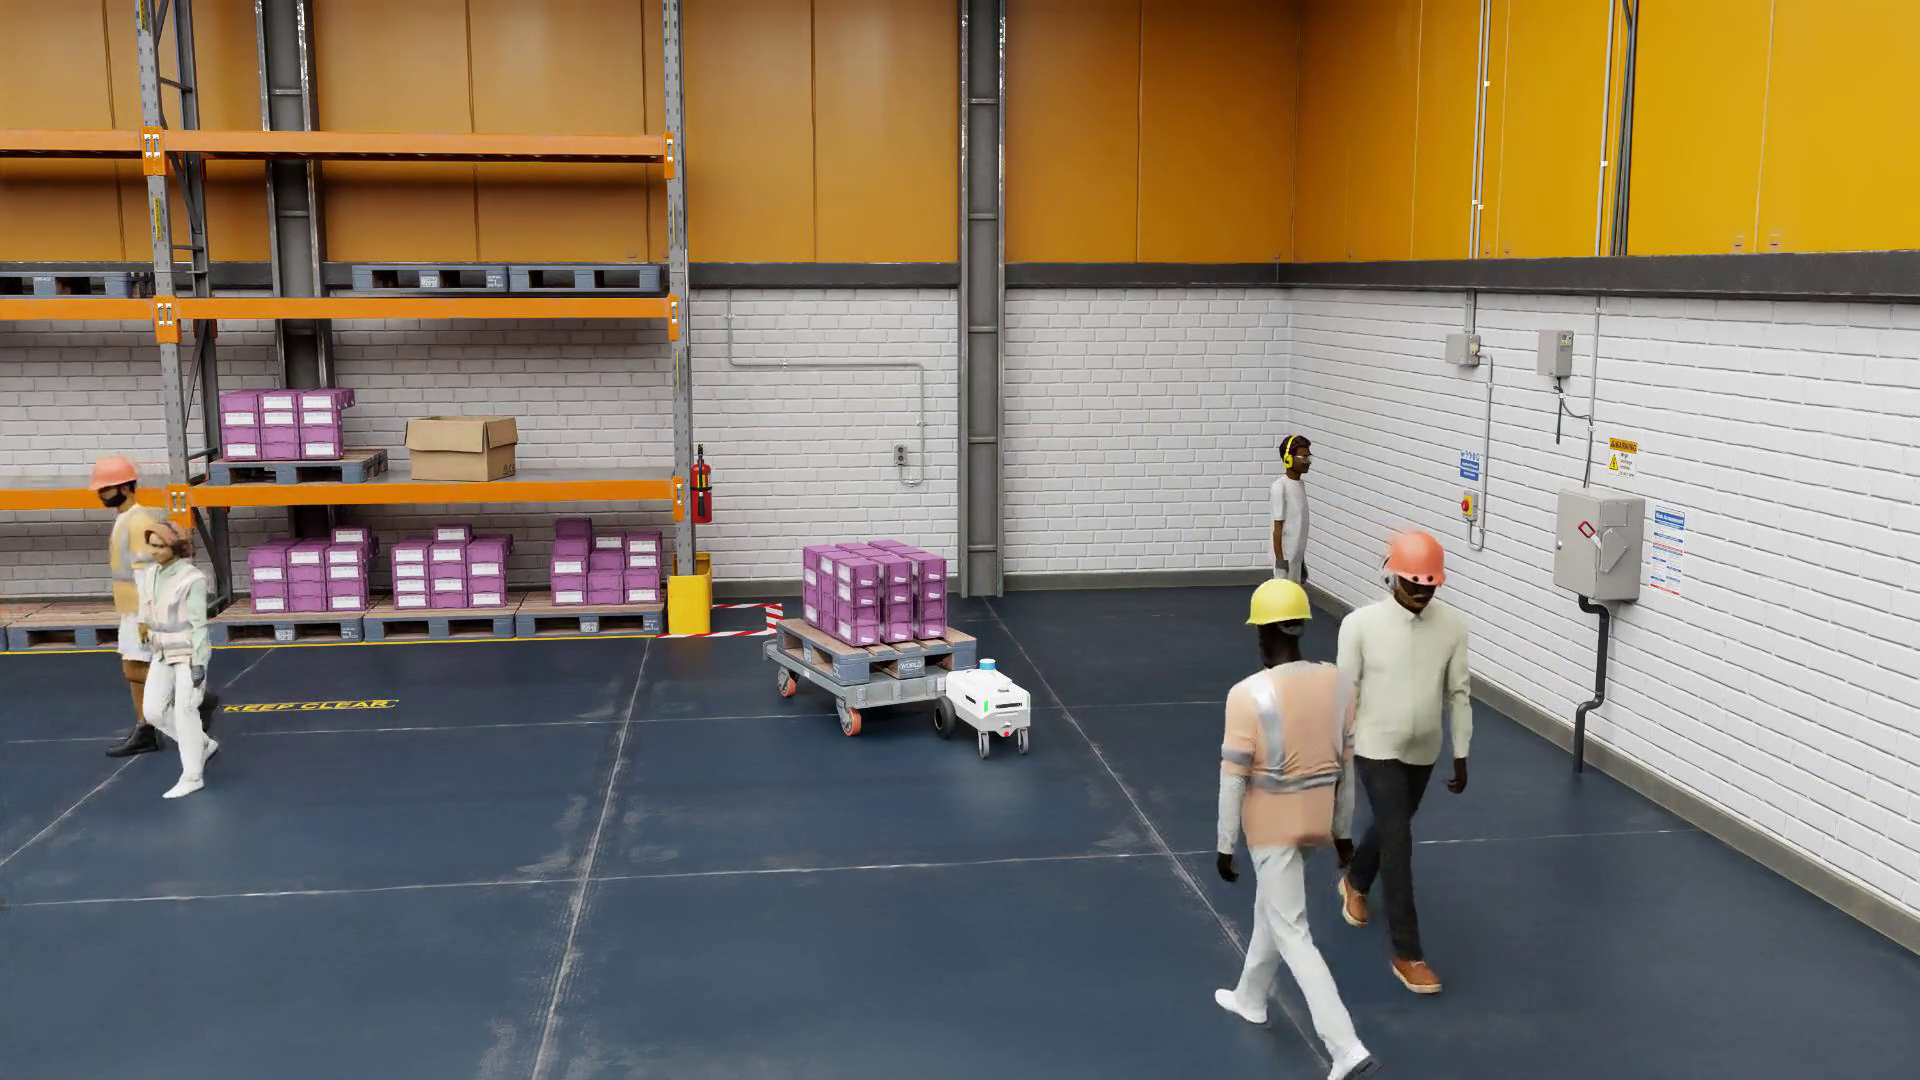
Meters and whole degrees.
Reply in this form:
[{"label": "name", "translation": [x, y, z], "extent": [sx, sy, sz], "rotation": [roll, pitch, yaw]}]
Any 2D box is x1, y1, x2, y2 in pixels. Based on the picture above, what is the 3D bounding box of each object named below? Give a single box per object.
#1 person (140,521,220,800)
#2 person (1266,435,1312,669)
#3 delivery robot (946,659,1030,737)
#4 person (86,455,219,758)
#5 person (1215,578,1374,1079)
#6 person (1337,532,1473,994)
[{"label": "person", "translation": [-4.498, 0.685, 9.617], "extent": [0.526, 1.620, 0.394], "rotation": [5, 10, 28]}, {"label": "person", "translation": [2.416, 0.167, 12.111], "extent": [0.322, 1.871, 0.531], "rotation": [5, 10, 28]}, {"label": "delivery robot", "translation": [0.176, 1.007, 10.664], "extent": [0.477, 0.478, 0.707], "rotation": [-3, 10, -21]}, {"label": "person", "translation": [-5.096, 0.412, 10.444], "extent": [0.606, 1.913, 0.580], "rotation": [-7, 11, -37]}, {"label": "person", "translation": [1.288, 1.091, 6.356], "extent": [0.590, 1.878, 0.962], "rotation": [-5, 11, -30]}, {"label": "person", "translation": [1.931, 0.895, 7.387], "extent": [0.621, 1.938, 1.049], "rotation": [-2, 9, -14]}]
